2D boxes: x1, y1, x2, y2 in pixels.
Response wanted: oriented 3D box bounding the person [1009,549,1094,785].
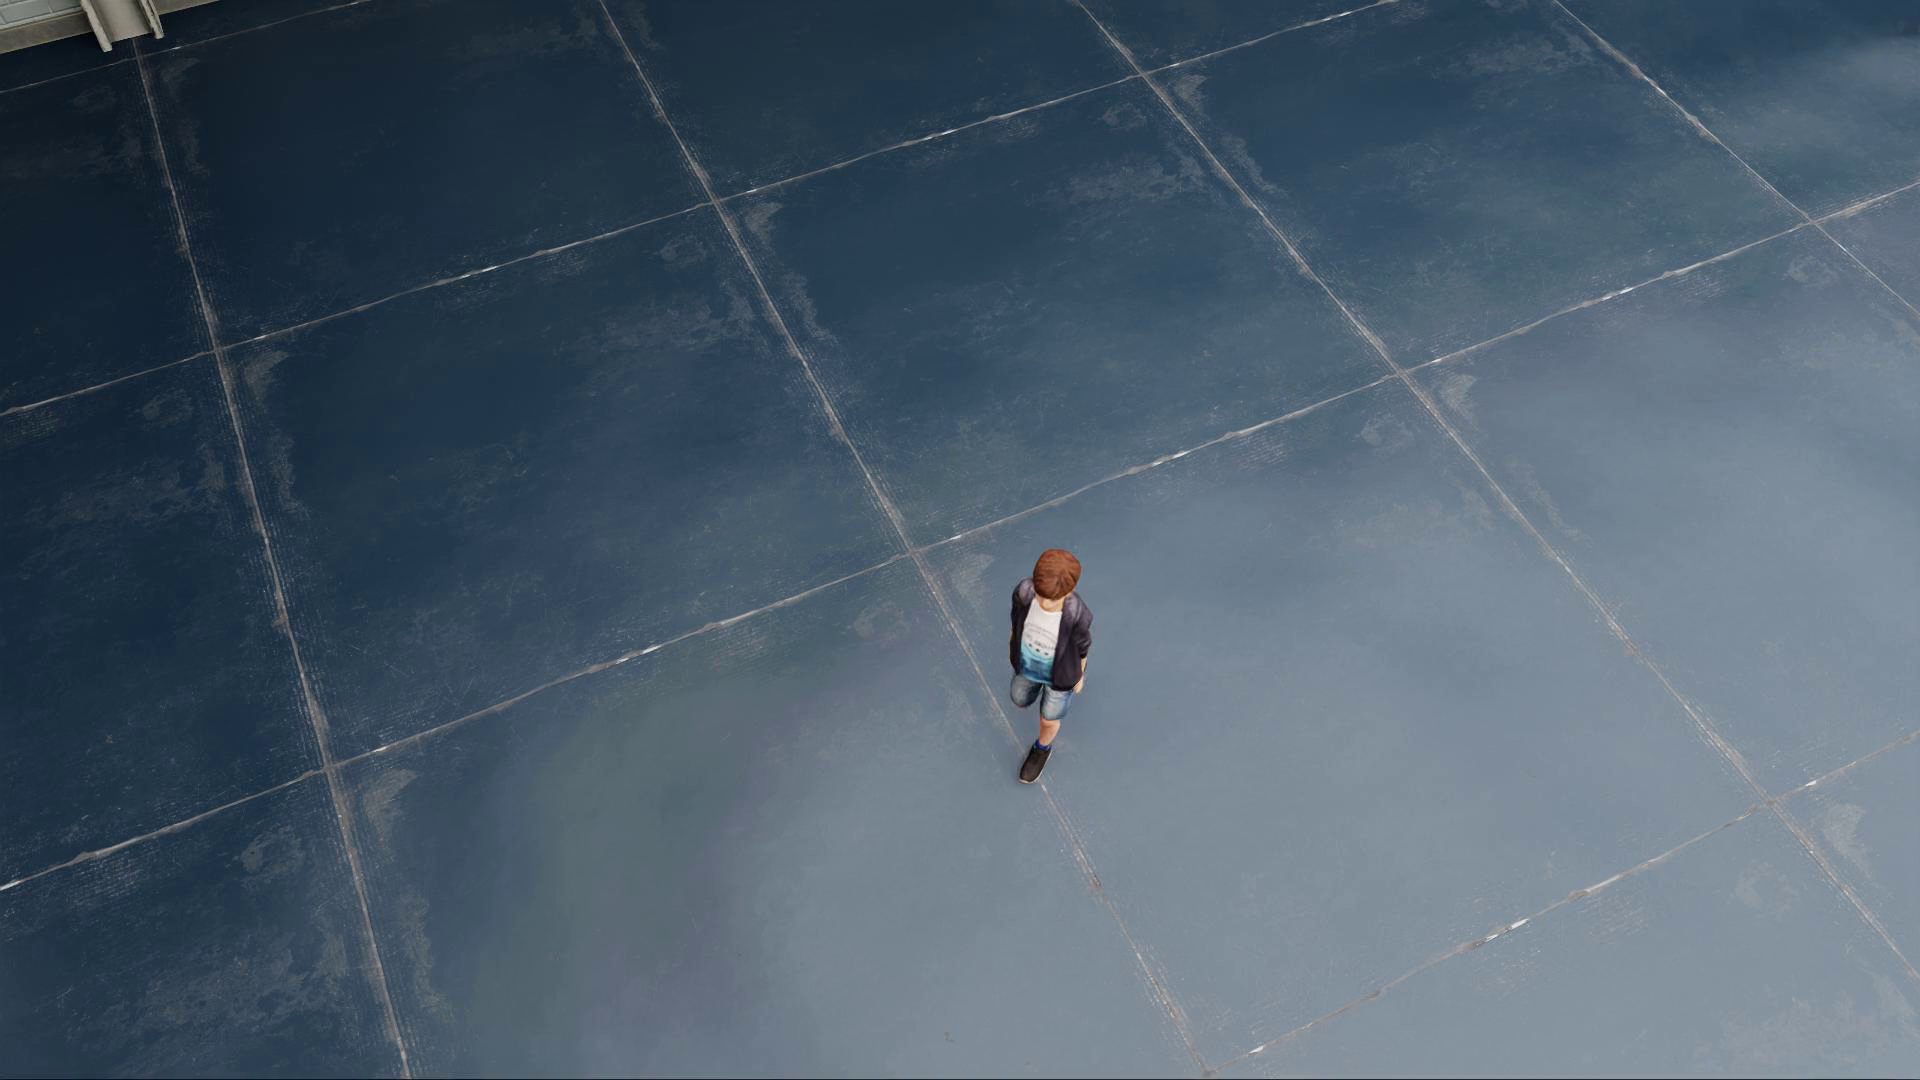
[{"bbox_3d":[0.408,0.499,7.322,0.792,1.435,0.886,22,55,16],"label":"person"}]
